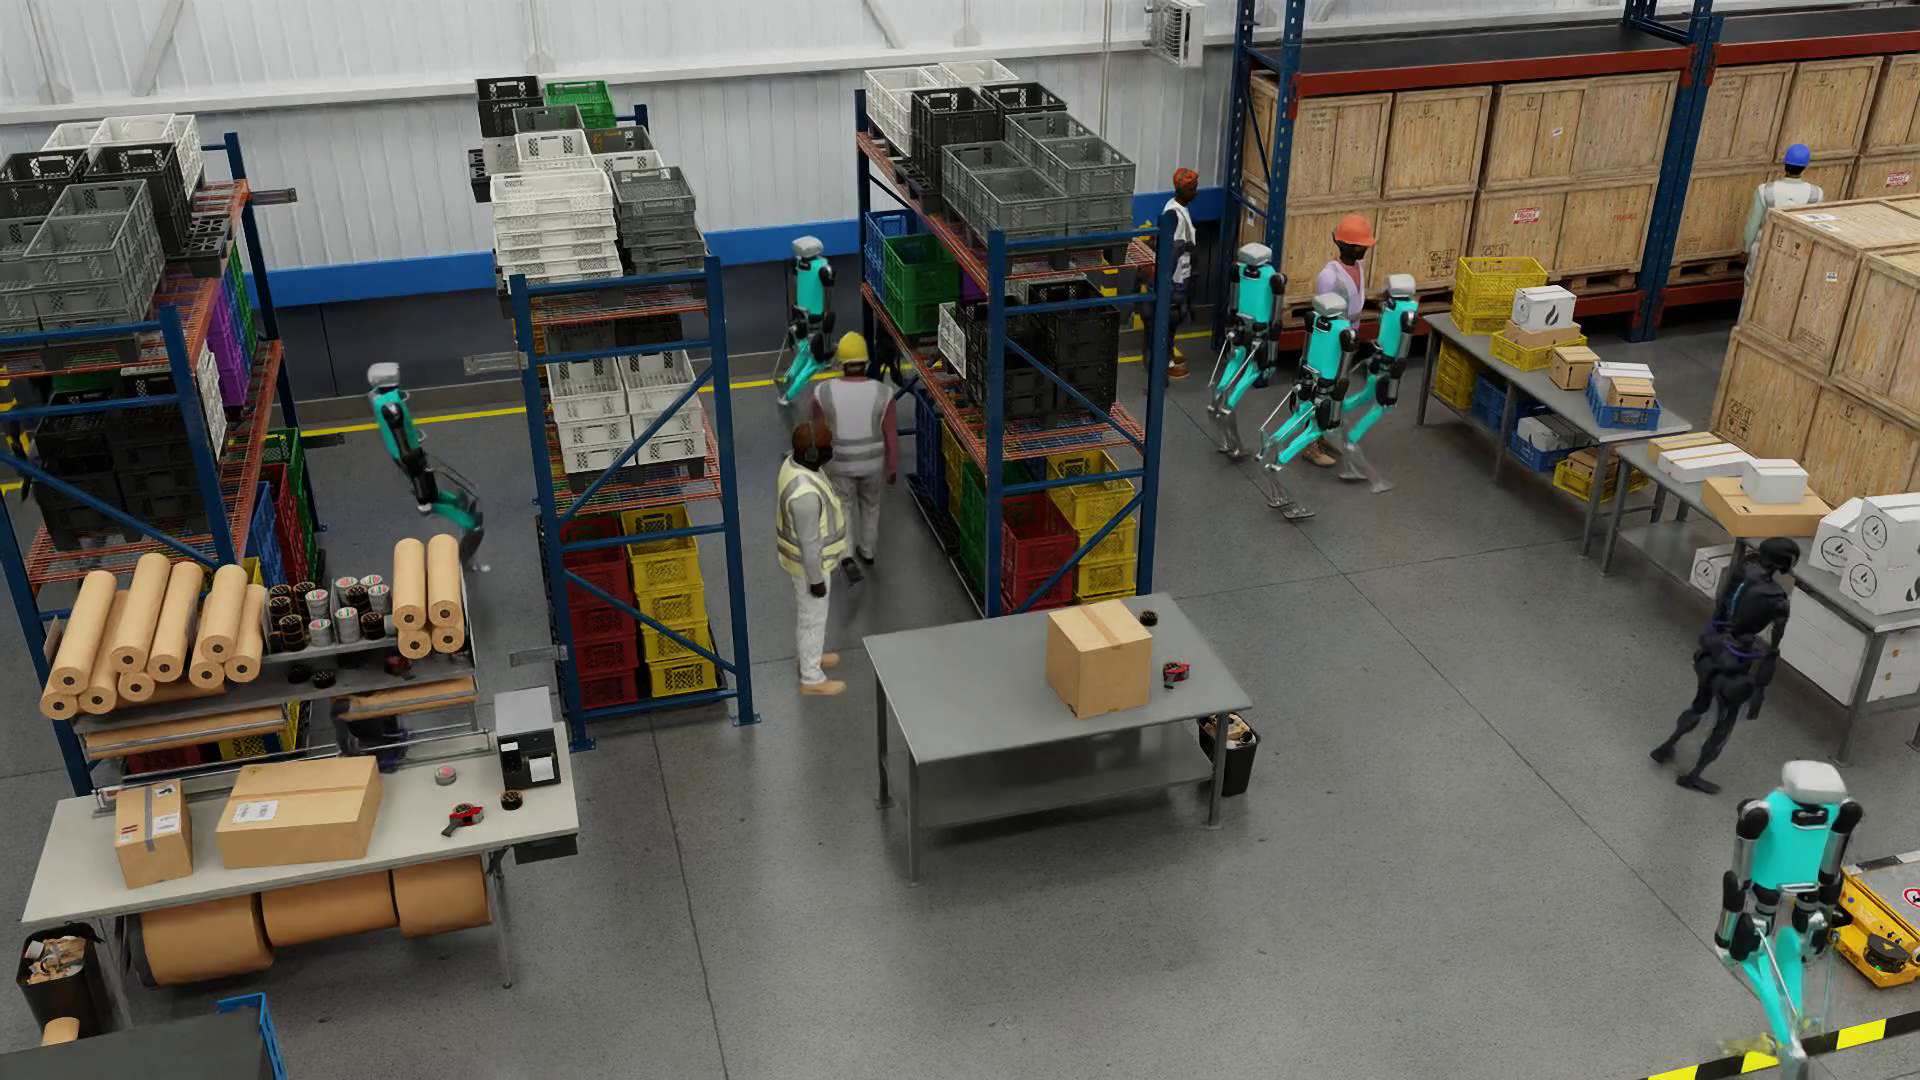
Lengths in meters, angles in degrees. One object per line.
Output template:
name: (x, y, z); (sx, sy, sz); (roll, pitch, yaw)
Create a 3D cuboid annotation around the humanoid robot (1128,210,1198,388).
humanoid robot: (1.777, -2.053, 14.444); (0.598, 1.653, 0.554); (-2, 29, -4)

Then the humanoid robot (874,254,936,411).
humanoid robot: (-0.529, -1.713, 13.848); (0.674, 1.633, 0.609); (4, 29, 8)

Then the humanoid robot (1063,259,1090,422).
humanoid robot: (0.896, -1.607, 13.641); (0.566, 1.640, 0.612); (24, 37, 37)

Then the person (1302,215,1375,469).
person: (3.011, -1.580, 13.196); (0.377, 2.045, 0.604); (20, 35, 32)

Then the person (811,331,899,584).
person: (-0.718, -0.530, 11.518); (0.609, 1.815, 0.640); (-5, 29, -9)

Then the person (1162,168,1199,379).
person: (1.923, -2.378, 14.814); (0.362, 1.882, 0.574); (3, 29, 6)

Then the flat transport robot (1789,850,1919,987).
flat transport robot: (5.163, 1.916, 8.676); (1.431, 0.231, 0.659); (-8, 30, -14)

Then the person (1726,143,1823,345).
person: (7.483, -2.667, 15.272); (0.616, 1.945, 0.391); (5, 29, 9)

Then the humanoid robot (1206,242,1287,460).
humanoid robot: (2.178, -1.453, 13.217); (0.677, 1.751, 0.550); (-23, 36, -36)

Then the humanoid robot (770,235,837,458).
humanoid robot: (-1.384, -1.502, 13.391); (0.810, 1.797, 0.557); (-22, 35, -34)

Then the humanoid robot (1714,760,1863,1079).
humanoid robot: (3.675, 1.907, 7.224); (0.531, 1.782, 1.017); (-3, 29, -5)

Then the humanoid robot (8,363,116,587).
humanoid robot: (-6.198, -0.426, 11.474); (0.590, 1.650, 0.415); (-9, 30, -16)

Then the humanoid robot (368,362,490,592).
humanoid robot: (-3.512, -0.412, 11.416); (0.828, 1.794, 0.551); (-12, 31, -21)

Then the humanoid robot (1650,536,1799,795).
humanoid robot: (4.342, 0.688, 9.446); (0.410, 1.640, 0.599); (-4, 29, -8)

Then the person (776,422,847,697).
person: (-0.914, 0.113, 10.329); (0.429, 1.838, 0.623); (-3, 29, -6)

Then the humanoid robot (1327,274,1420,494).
humanoid robot: (3.075, -1.187, 12.768); (0.700, 1.768, 0.549); (-2, 29, -3)

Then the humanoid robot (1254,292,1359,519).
humanoid robot: (2.482, -0.964, 12.285); (0.734, 1.692, 0.531); (-13, 31, -23)

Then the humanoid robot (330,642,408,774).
humanoid robot: (-2.991, 1.195, 8.524); (0.356, 1.653, 0.589); (4, 29, 7)
